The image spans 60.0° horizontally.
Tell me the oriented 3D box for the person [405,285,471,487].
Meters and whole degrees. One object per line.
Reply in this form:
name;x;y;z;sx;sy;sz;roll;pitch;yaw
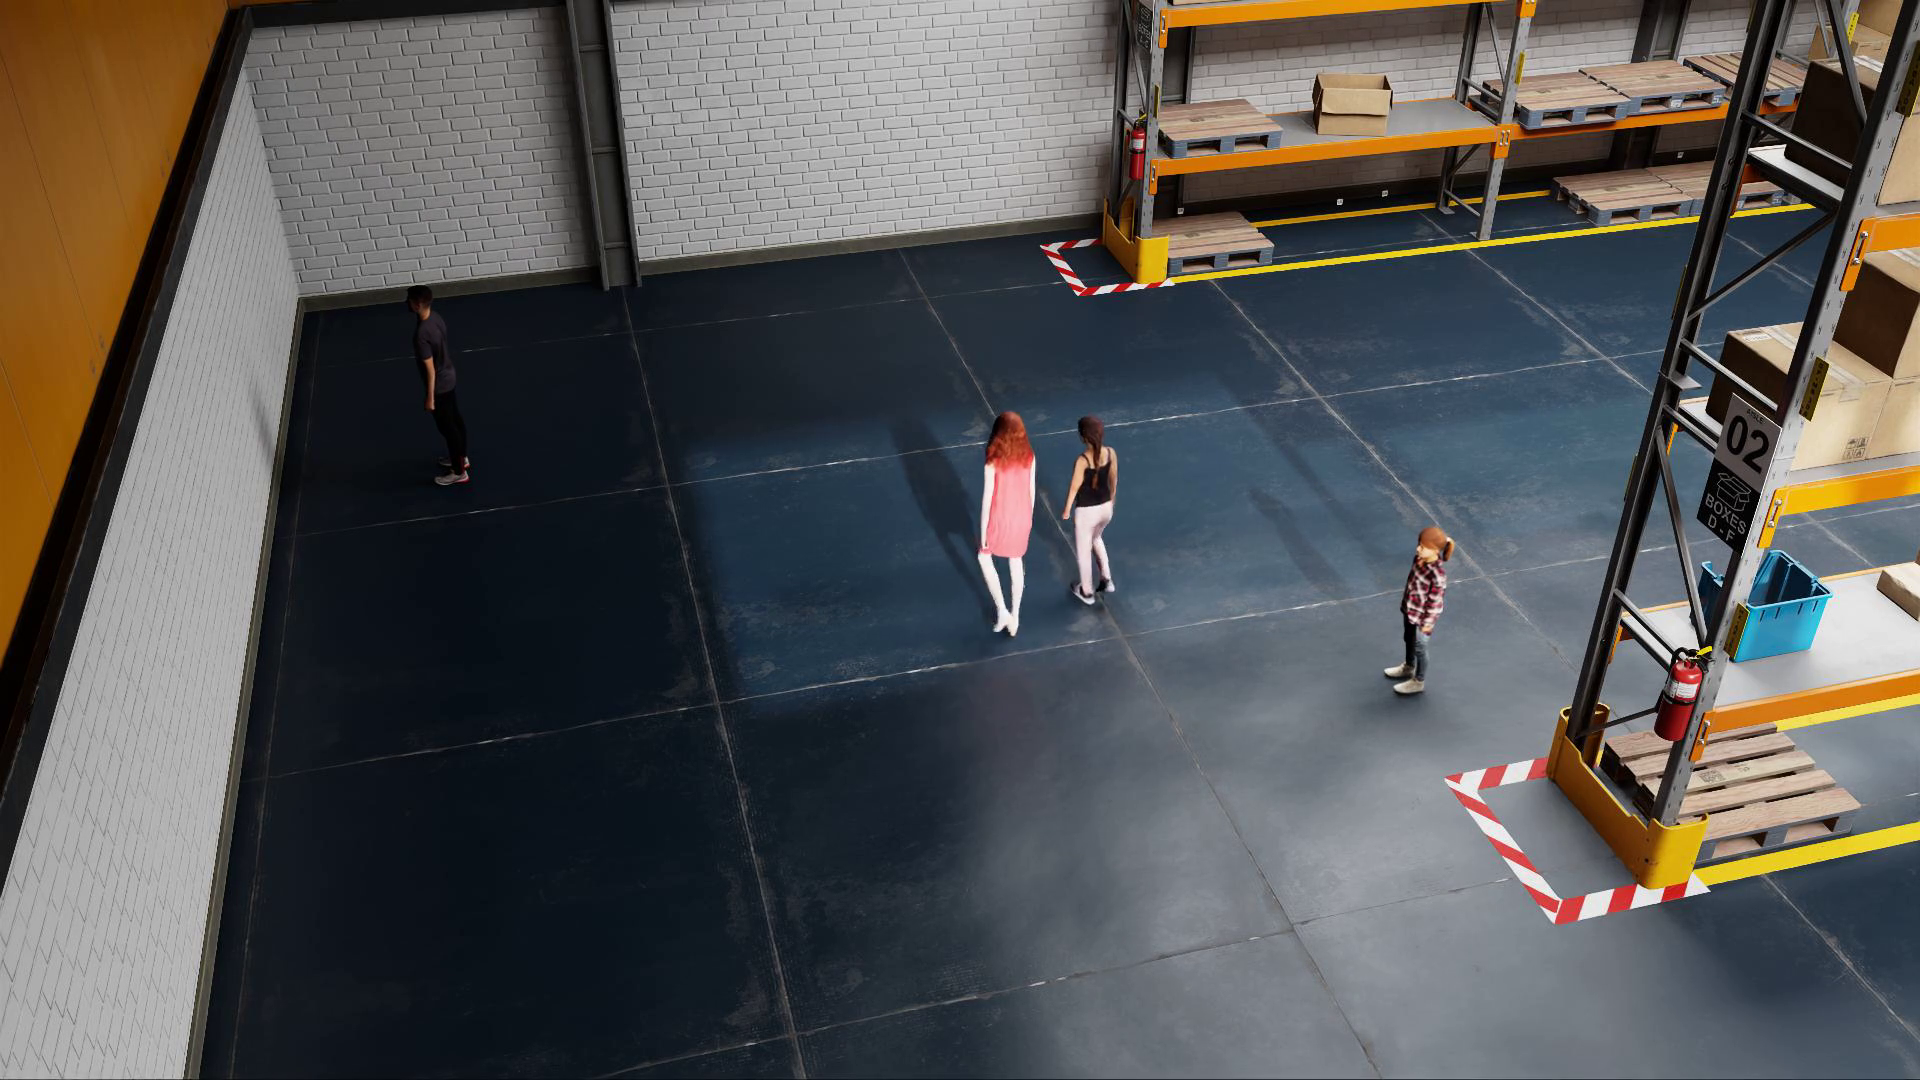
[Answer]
person;-4.294;-1.288;13.708;0.612;1.764;0.672;-3;34;-4

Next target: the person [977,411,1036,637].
person;0.375;-0.048;11.797;0.613;1.814;0.724;-14;36;-20

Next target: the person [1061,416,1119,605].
person;1.020;-0.182;12.238;0.632;1.550;0.689;-20;38;-27

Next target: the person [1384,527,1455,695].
person;3.192;0.473;11.473;0.501;1.305;0.516;-8;34;-11
